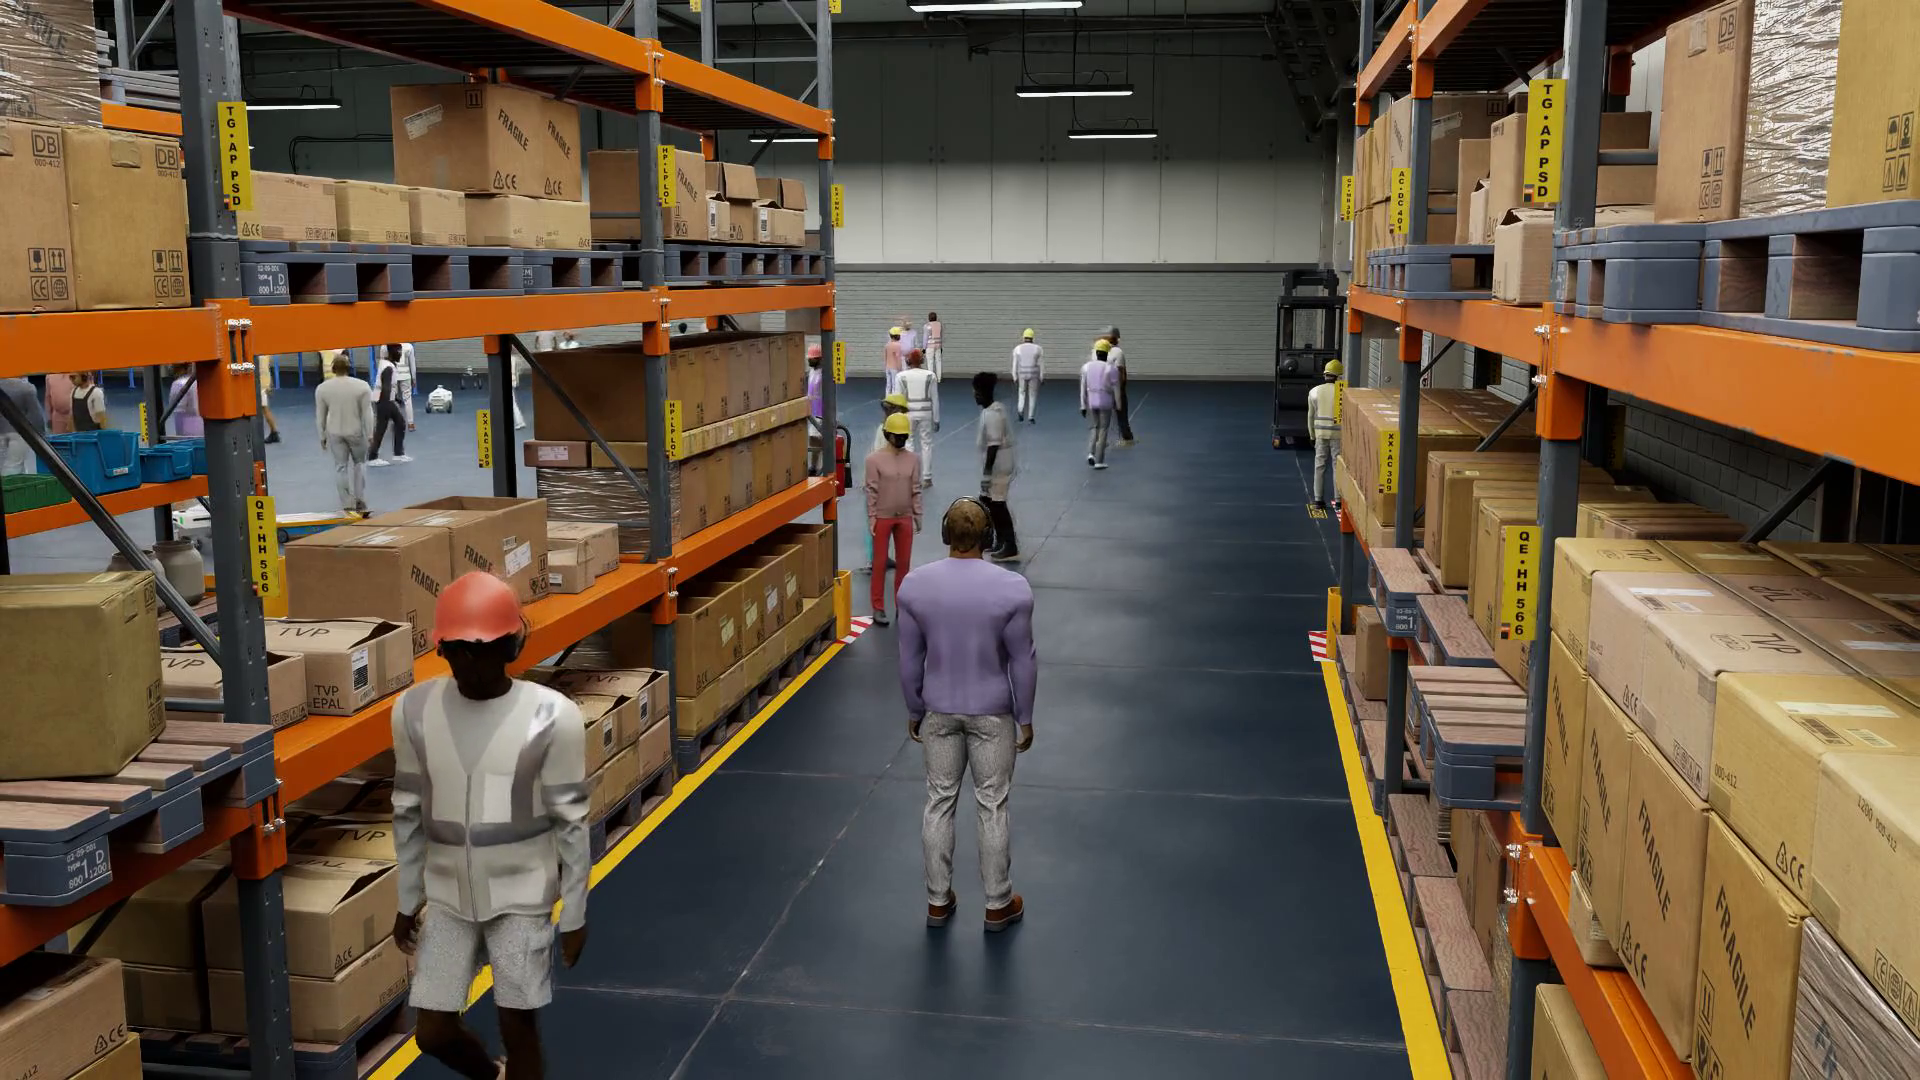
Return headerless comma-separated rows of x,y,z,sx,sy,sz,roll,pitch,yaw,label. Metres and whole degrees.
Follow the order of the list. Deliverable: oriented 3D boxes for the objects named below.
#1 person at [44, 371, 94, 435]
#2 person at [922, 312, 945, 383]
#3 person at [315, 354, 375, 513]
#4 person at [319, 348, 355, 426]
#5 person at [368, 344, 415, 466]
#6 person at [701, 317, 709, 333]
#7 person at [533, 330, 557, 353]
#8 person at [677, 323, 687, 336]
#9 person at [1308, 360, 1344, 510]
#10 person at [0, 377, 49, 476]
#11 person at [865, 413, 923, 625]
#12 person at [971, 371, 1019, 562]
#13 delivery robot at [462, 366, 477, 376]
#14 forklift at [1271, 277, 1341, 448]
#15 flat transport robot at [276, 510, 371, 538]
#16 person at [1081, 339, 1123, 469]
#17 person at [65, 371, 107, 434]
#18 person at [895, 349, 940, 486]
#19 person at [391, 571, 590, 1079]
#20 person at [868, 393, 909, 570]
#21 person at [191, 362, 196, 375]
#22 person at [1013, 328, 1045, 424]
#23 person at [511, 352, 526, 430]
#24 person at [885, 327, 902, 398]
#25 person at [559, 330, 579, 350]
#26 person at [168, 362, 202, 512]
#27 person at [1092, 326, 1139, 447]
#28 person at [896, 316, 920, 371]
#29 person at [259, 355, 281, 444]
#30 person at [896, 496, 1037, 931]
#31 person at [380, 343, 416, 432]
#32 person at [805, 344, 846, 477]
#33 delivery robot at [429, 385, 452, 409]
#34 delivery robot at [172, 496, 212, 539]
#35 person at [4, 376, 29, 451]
-12.116,-1.684,22.618,0.650,1.906,0.404,-1,9,-3,person
-0.713,-5.020,43.393,0.622,1.845,0.429,-6,11,-32,person
-7.370,-1.267,19.998,0.662,1.917,0.700,-2,9,-13,person
-11.782,-3.061,31.522,0.644,1.774,0.945,4,10,21,person
-8.628,-2.074,25.174,0.802,1.860,0.603,-3,10,-19,person
-6.582,-5.096,43.986,0.533,1.813,1.021,0,9,-3,person
-10.615,-4.863,42.478,0.541,1.829,0.919,0,9,2,person
-6.668,-4.395,40.109,0.544,1.646,0.896,0,9,1,person
4.571,-1.294,20.430,0.586,1.835,0.403,7,11,35,person
-11.463,-1.289,20.249,0.620,1.880,1.003,2,9,10,person
-0.539,-0.185,13.840,0.525,1.754,0.333,-5,10,-28,person
0.351,-0.732,16.685,0.534,1.920,0.646,-1,9,-6,person
-12.182,-4.199,41.331,0.335,0.223,0.698,-4,10,-21,delivery robot
5.847,-3.016,27.970,1.129,2.768,1.873,1,9,9,forklift
-7.212,-0.160,18.375,1.431,0.197,0.652,-5,11,-29,flat transport robot
2.101,-2.009,24.611,0.595,1.910,0.441,7,11,36,person
-10.603,-1.232,20.113,0.504,1.816,0.618,6,11,32,person
-0.570,-1.647,22.513,0.645,1.863,0.583,0,9,-3,person
-1.441,1.091,5.105,0.629,2.033,0.447,1,9,6,person
-0.708,-0.562,16.279,0.320,1.730,0.654,3,10,20,person
-12.314,-2.437,27.426,0.643,1.860,0.993,-8,12,-40,person
1.329,-3.138,31.869,0.607,1.820,0.415,2,9,13,person
-8.339,-2.832,30.661,0.854,1.597,0.525,4,10,24,person
-1.347,-3.511,34.318,0.324,1.767,0.533,-6,11,-34,person
-8.629,-3.857,36.917,0.522,1.616,0.708,4,10,21,person
-9.187,-1.299,19.913,0.841,2.021,0.611,-1,9,-6,person
2.576,-2.529,27.547,0.940,2.000,0.700,-8,12,-40,person
-1.175,-4.156,37.906,0.680,1.883,0.689,-7,11,-36,person
-11.930,-2.591,28.233,0.715,1.898,0.566,0,9,-1,person
0.036,0.768,7.398,0.631,1.940,0.372,2,10,15,person
-10.250,-2.959,30.358,0.615,1.943,0.399,-3,10,-19,person
-1.916,-1.764,23.057,0.734,1.920,0.561,-4,10,-23,person
-10.784,-2.965,34.514,0.477,0.478,0.707,-1,9,-6,delivery robot
-7.956,-0.222,17.597,0.707,0.478,0.477,-9,13,-43,delivery robot
-15.318,-2.377,26.828,0.569,1.924,0.496,-8,12,-40,person
